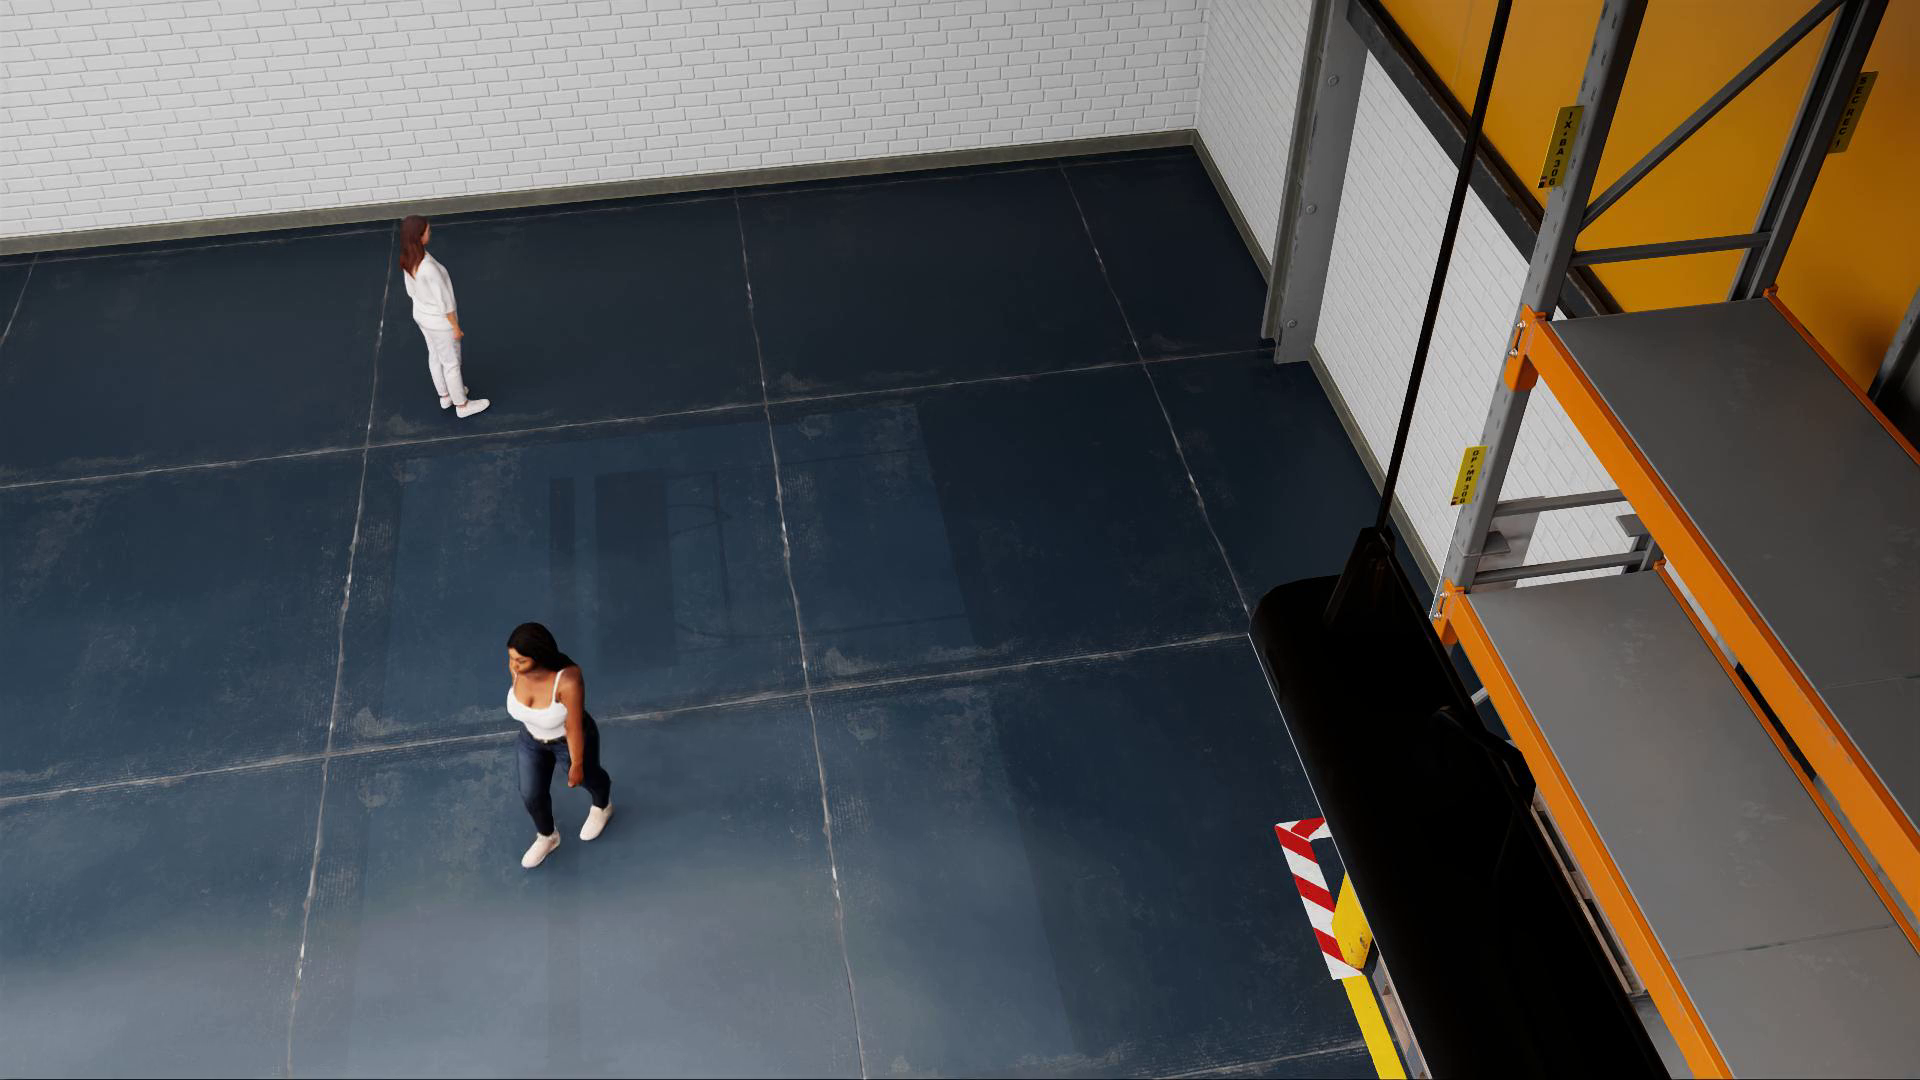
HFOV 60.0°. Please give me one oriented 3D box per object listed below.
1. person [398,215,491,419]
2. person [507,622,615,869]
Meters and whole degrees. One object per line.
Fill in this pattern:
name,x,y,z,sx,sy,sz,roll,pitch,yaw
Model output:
person,-3.856,-1.641,12.234,0.666,1.690,0.746,31,52,29
person,-2.185,1.049,9.338,0.877,1.788,0.977,16,46,16
